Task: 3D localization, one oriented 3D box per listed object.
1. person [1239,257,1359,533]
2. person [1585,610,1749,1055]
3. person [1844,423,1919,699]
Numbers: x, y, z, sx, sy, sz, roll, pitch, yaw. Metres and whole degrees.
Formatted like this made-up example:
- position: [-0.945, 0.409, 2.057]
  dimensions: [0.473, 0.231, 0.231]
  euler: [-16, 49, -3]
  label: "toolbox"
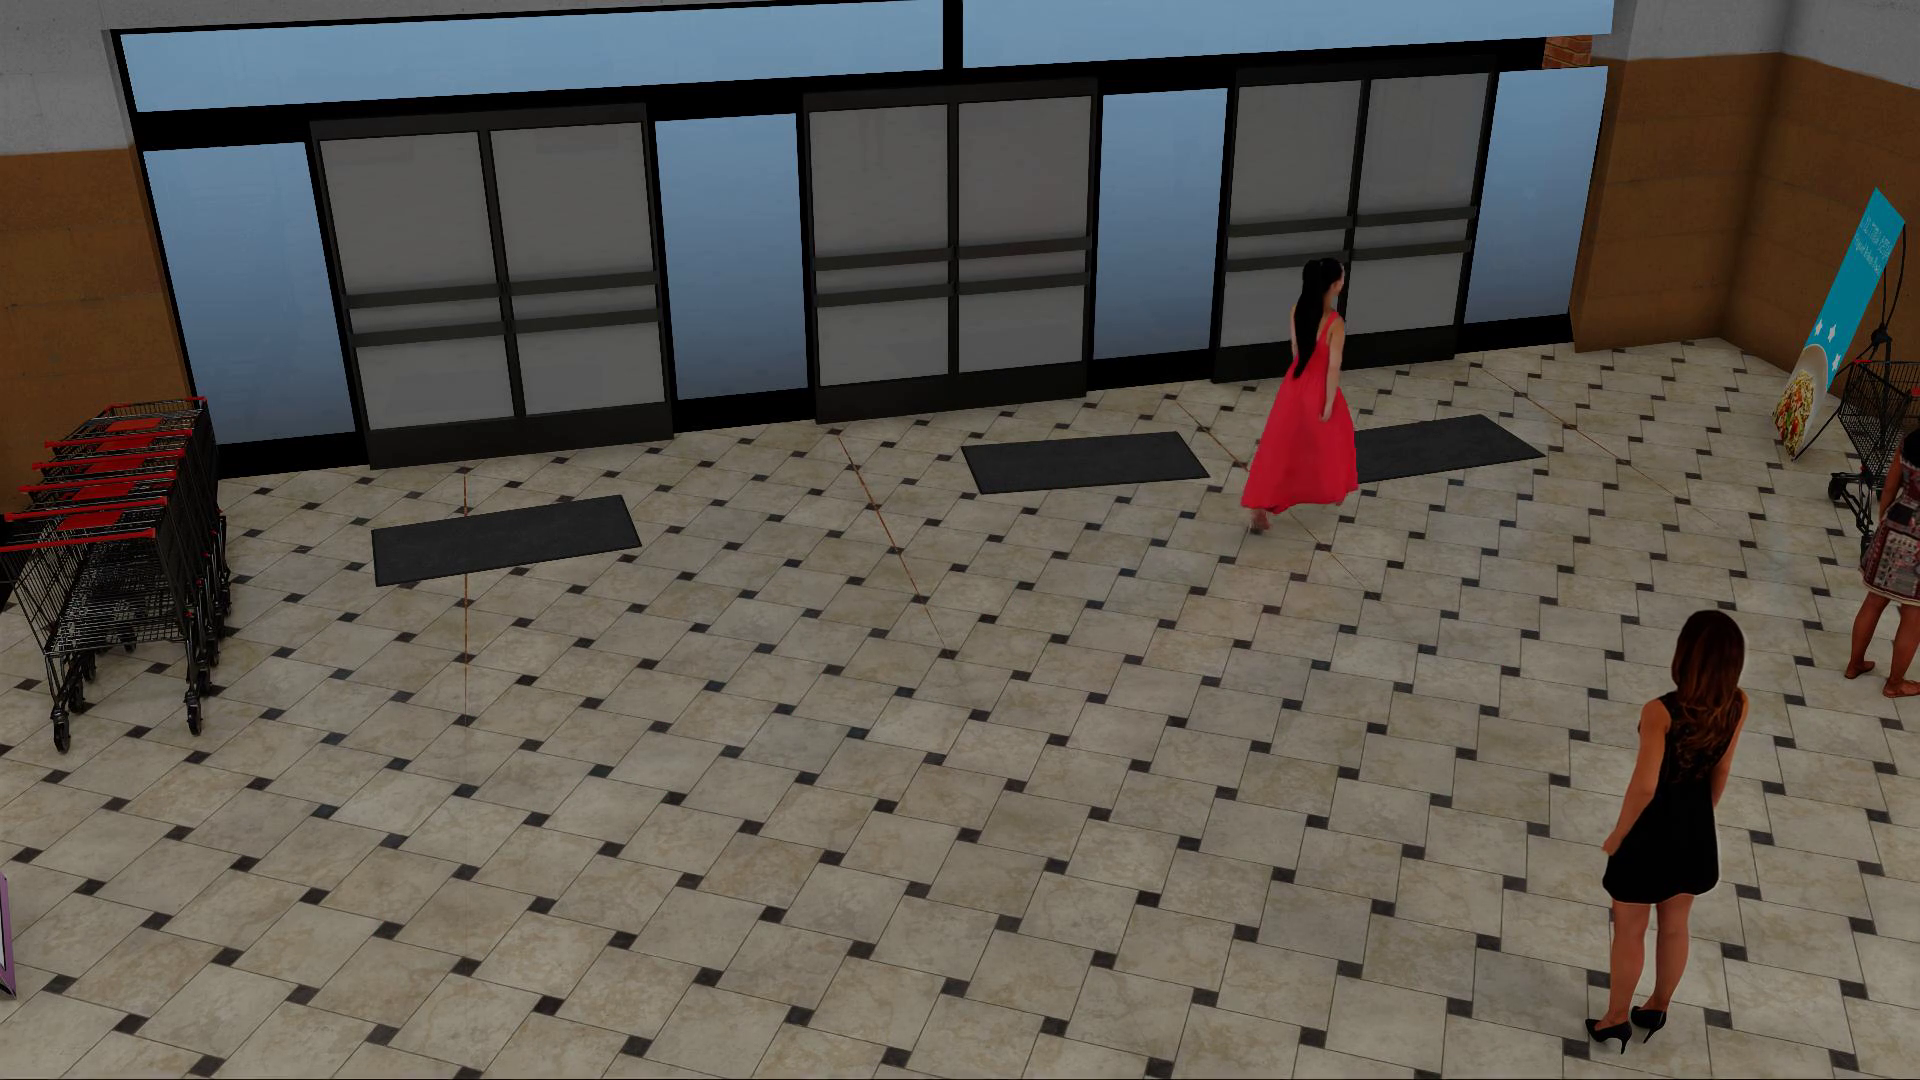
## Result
- position: [2.002, -0.807, 9.846]
  dimensions: [0.990, 1.676, 1.117]
  euler: [-23, 35, -38]
  label: "person"
- position: [2.526, 1.071, 5.968]
  dimensions: [0.572, 1.834, 0.507]
  euler: [-7, 28, -14]
  label: "person"
- position: [4.755, 0.007, 8.283]
  dimensions: [0.761, 1.638, 0.560]
  euler: [-14, 30, -26]
  label: "person"
